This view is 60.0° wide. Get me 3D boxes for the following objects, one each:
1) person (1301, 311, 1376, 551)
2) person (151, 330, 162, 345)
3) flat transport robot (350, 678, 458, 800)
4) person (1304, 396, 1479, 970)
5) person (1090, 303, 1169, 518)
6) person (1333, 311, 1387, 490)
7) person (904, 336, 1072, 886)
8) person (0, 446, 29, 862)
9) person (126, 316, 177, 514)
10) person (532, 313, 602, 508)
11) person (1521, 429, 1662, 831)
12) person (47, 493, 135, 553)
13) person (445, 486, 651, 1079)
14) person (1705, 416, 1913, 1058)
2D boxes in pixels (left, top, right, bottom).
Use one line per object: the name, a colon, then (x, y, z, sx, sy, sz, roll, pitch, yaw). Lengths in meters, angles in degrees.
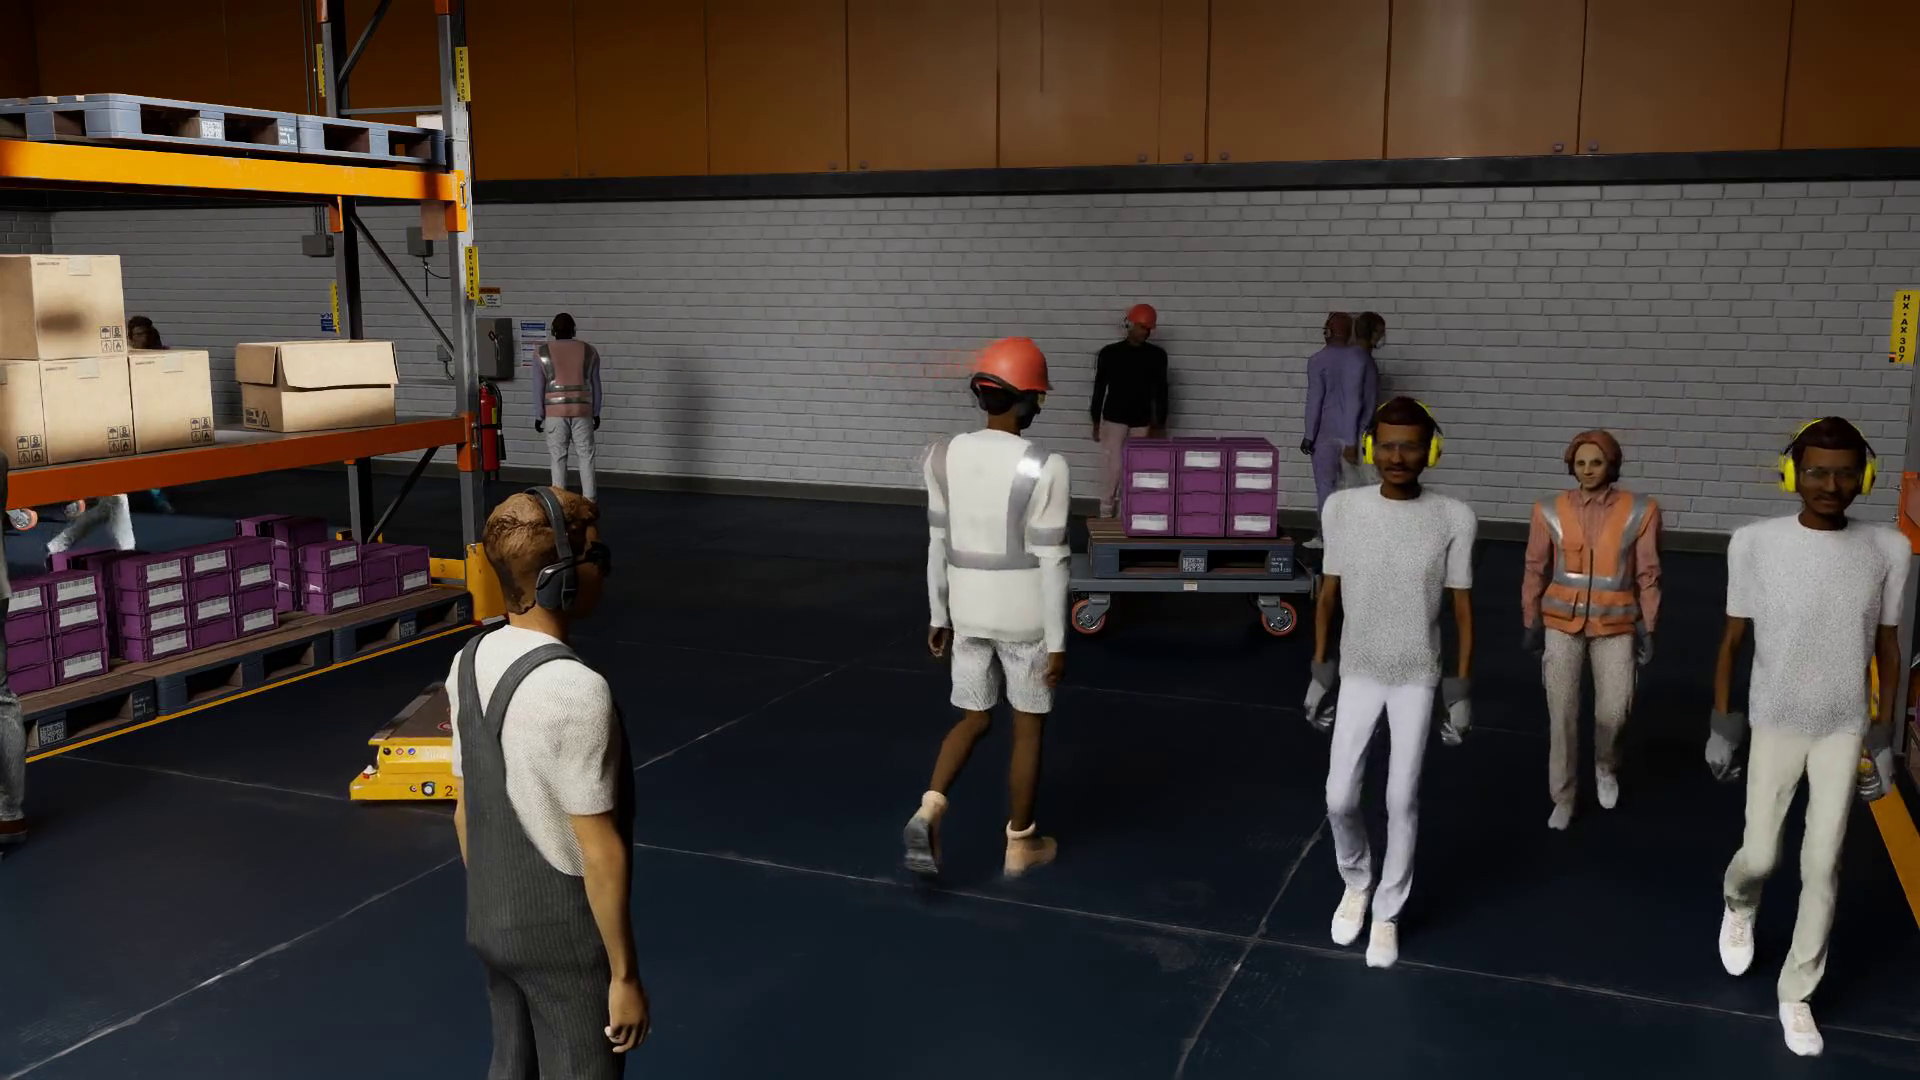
person: (2.993, -0.866, 13.295, 0.646, 1.907, 0.401, -4, 10, -25)
person: (-8.451, -1.411, 17.464, 0.715, 1.615, 0.377, 0, 9, 1)
flat transport robot: (-2.244, 0.883, 7.637, 0.652, 0.197, 1.431, 0, 10, -2)
person: (1.381, 0.465, 5.361, 0.548, 1.859, 0.385, 3, 10, 18)
person: (1.427, -1.006, 13.994, 0.633, 1.958, 0.600, -2, 10, -13)
person: (3.136, -0.761, 12.584, 0.619, 1.925, 0.662, 3, 10, 16)
person: (0.105, 0.284, 5.982, 0.618, 2.020, 0.736, 6, 11, 34)
person: (-3.807, 0.273, 6.296, 0.372, 1.940, 0.632, -1, 9, -7)
person: (-7.395, -1.133, 15.163, 0.450, 1.818, 0.610, 6, 11, 34)
person: (-3.585, -1.149, 15.204, 0.619, 1.845, 0.430, -4, 10, -21)
person: (2.533, 0.361, 6.709, 0.532, 1.624, 0.393, 5, 10, 26)
person: (-6.243, -0.560, 12.019, 0.682, 1.720, 0.509, -3, 10, -16)
person: (-0.803, 0.809, 3.329, 0.504, 1.847, 0.345, 9, 13, 42)
person: (2.496, 0.546, 4.931, 0.509, 1.854, 0.566, 3, 10, 15)
